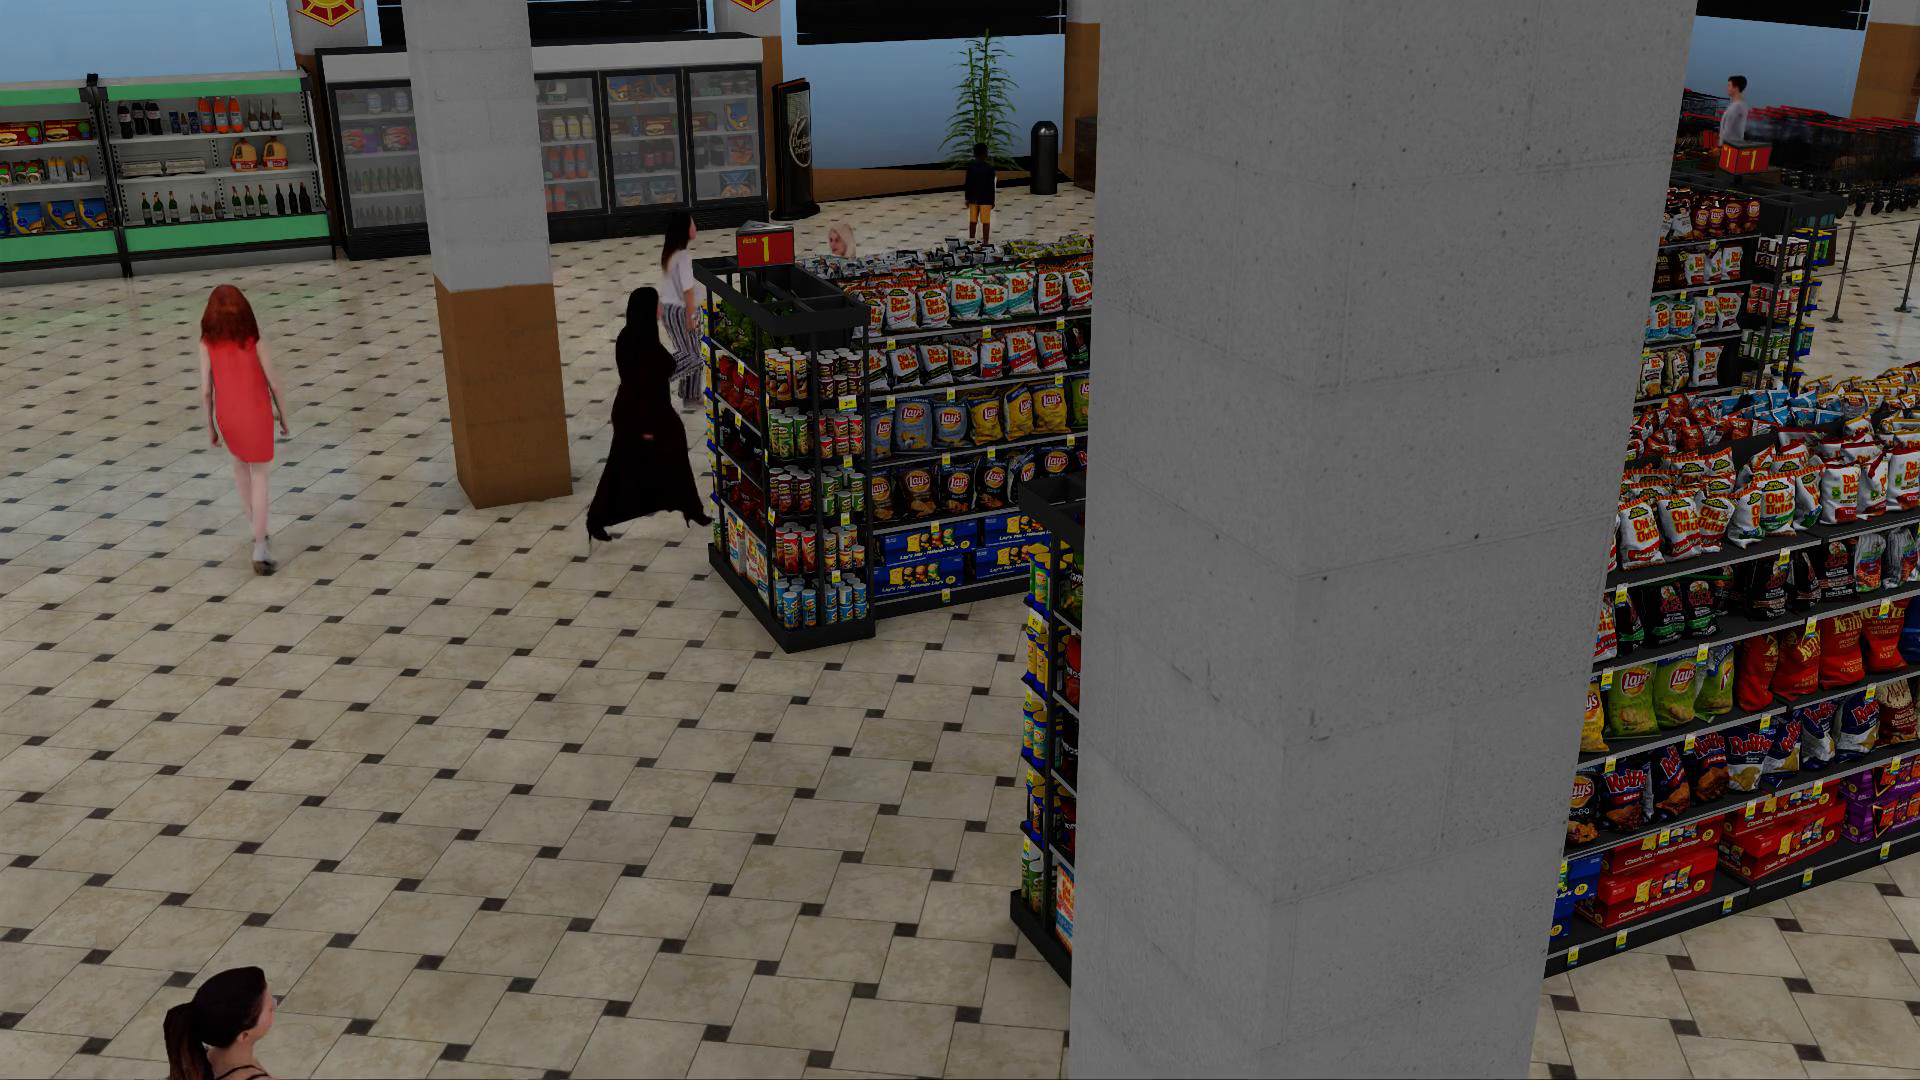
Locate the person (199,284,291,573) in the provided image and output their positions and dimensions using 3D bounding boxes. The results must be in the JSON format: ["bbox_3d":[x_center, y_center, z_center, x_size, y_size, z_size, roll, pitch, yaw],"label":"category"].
[{"bbox_3d":[-4.525,-0.672,10.478,0.875,1.803,0.840,0,22,-1],"label":"person"}]

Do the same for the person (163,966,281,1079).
[{"bbox_3d":[-1.953,1.884,4.435,1.058,1.565,1.090,7,23,16],"label":"person"}]

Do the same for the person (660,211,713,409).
[{"bbox_3d":[-2.335,-1.844,13.585,0.838,1.661,0.681,-11,24,-25],"label":"person"}]

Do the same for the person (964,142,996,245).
[{"bbox_3d":[0.235,-4.021,19.533,0.616,1.265,0.679,7,23,17],"label":"person"}]

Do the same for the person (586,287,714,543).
[{"bbox_3d":[-2.140,-0.743,10.791,1.191,1.702,0.855,-17,27,-36],"label":"person"}]
